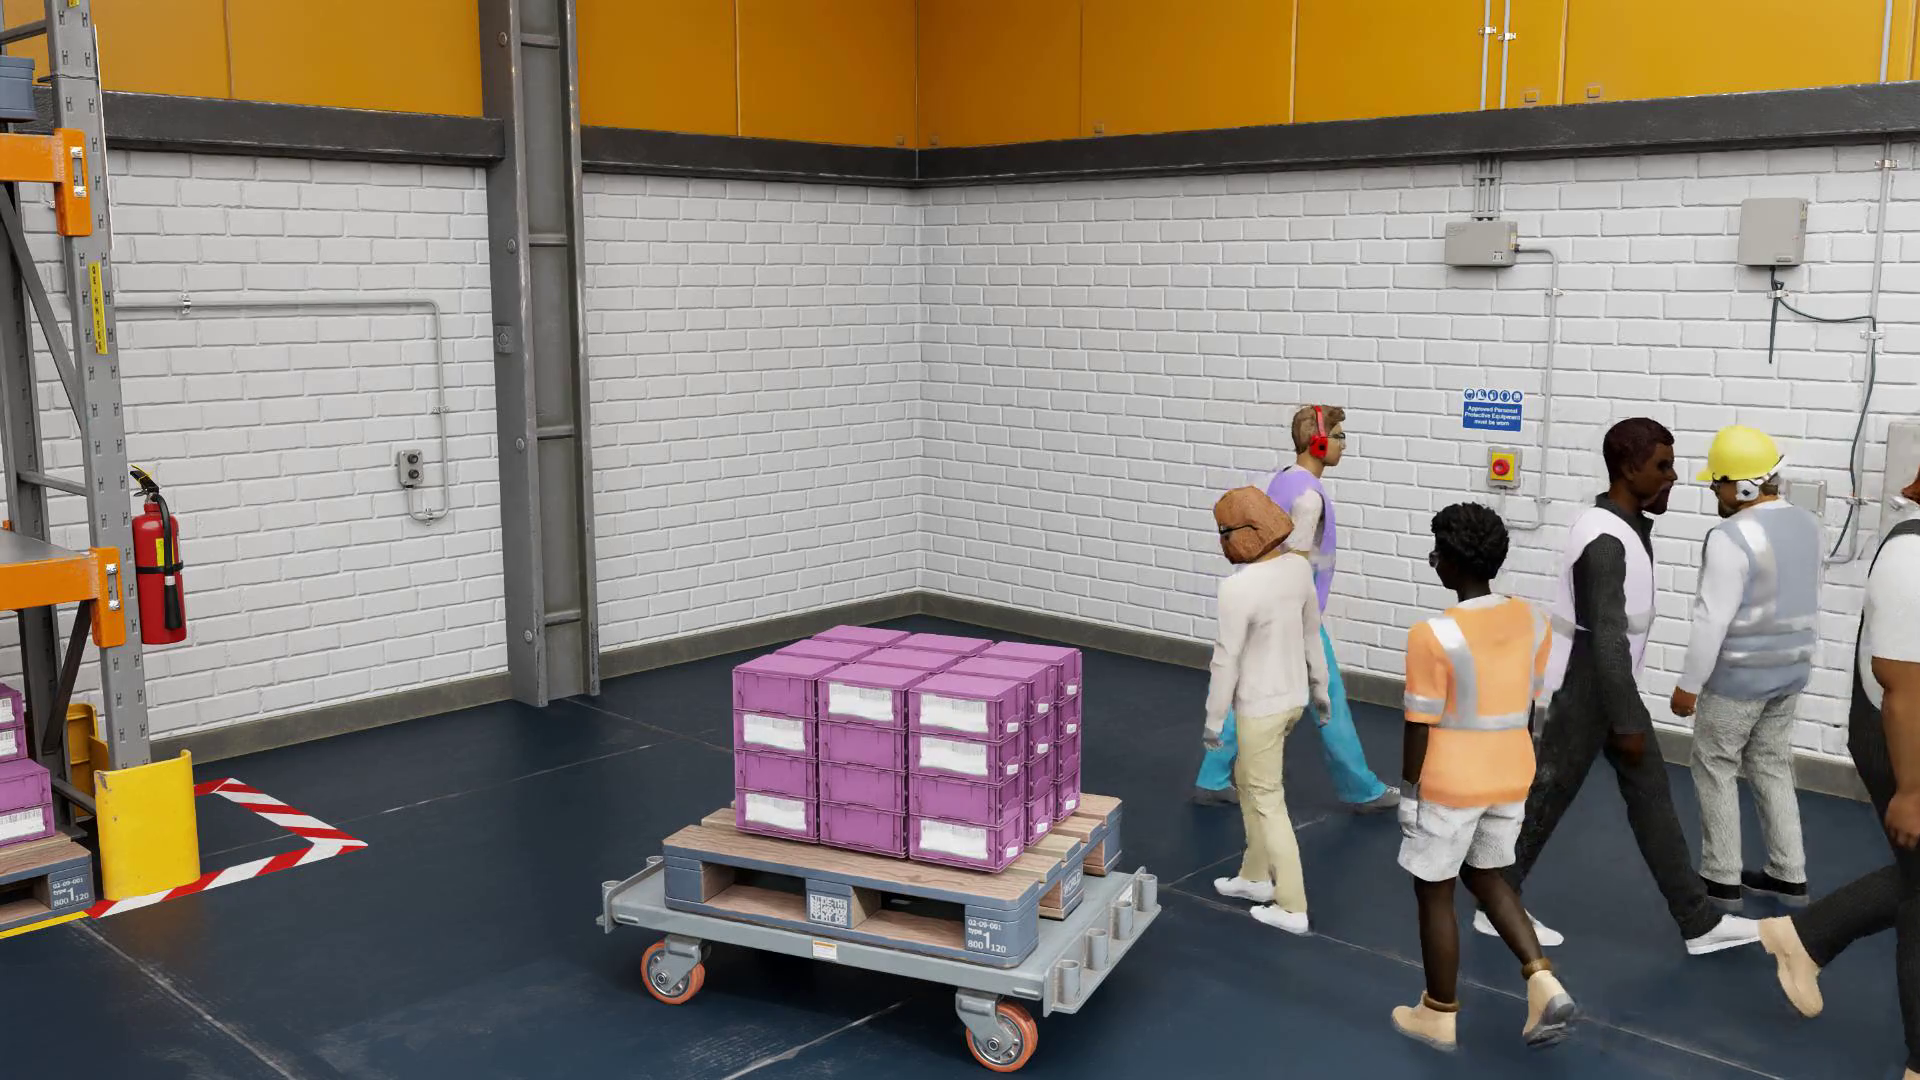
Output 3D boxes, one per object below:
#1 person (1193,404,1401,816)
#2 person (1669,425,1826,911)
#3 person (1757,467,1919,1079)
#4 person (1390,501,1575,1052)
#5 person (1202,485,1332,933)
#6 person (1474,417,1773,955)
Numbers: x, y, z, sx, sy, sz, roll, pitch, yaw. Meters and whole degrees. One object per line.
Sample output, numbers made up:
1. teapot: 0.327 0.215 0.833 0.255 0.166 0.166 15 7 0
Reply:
1. person: 1.480 0.310 7.178 0.985 1.786 0.587 0 9 -1
2. person: 2.865 0.485 6.070 0.643 1.795 0.426 -6 11 -30
3. person: 2.733 0.582 4.745 0.739 2.000 0.691 8 12 40
4. person: 1.549 0.729 4.914 0.543 1.681 0.475 -5 10 -27
5. person: 1.040 0.592 5.986 0.561 1.602 0.605 -9 13 -44
6. person: 2.265 0.521 5.646 0.996 1.863 0.627 5 11 30
